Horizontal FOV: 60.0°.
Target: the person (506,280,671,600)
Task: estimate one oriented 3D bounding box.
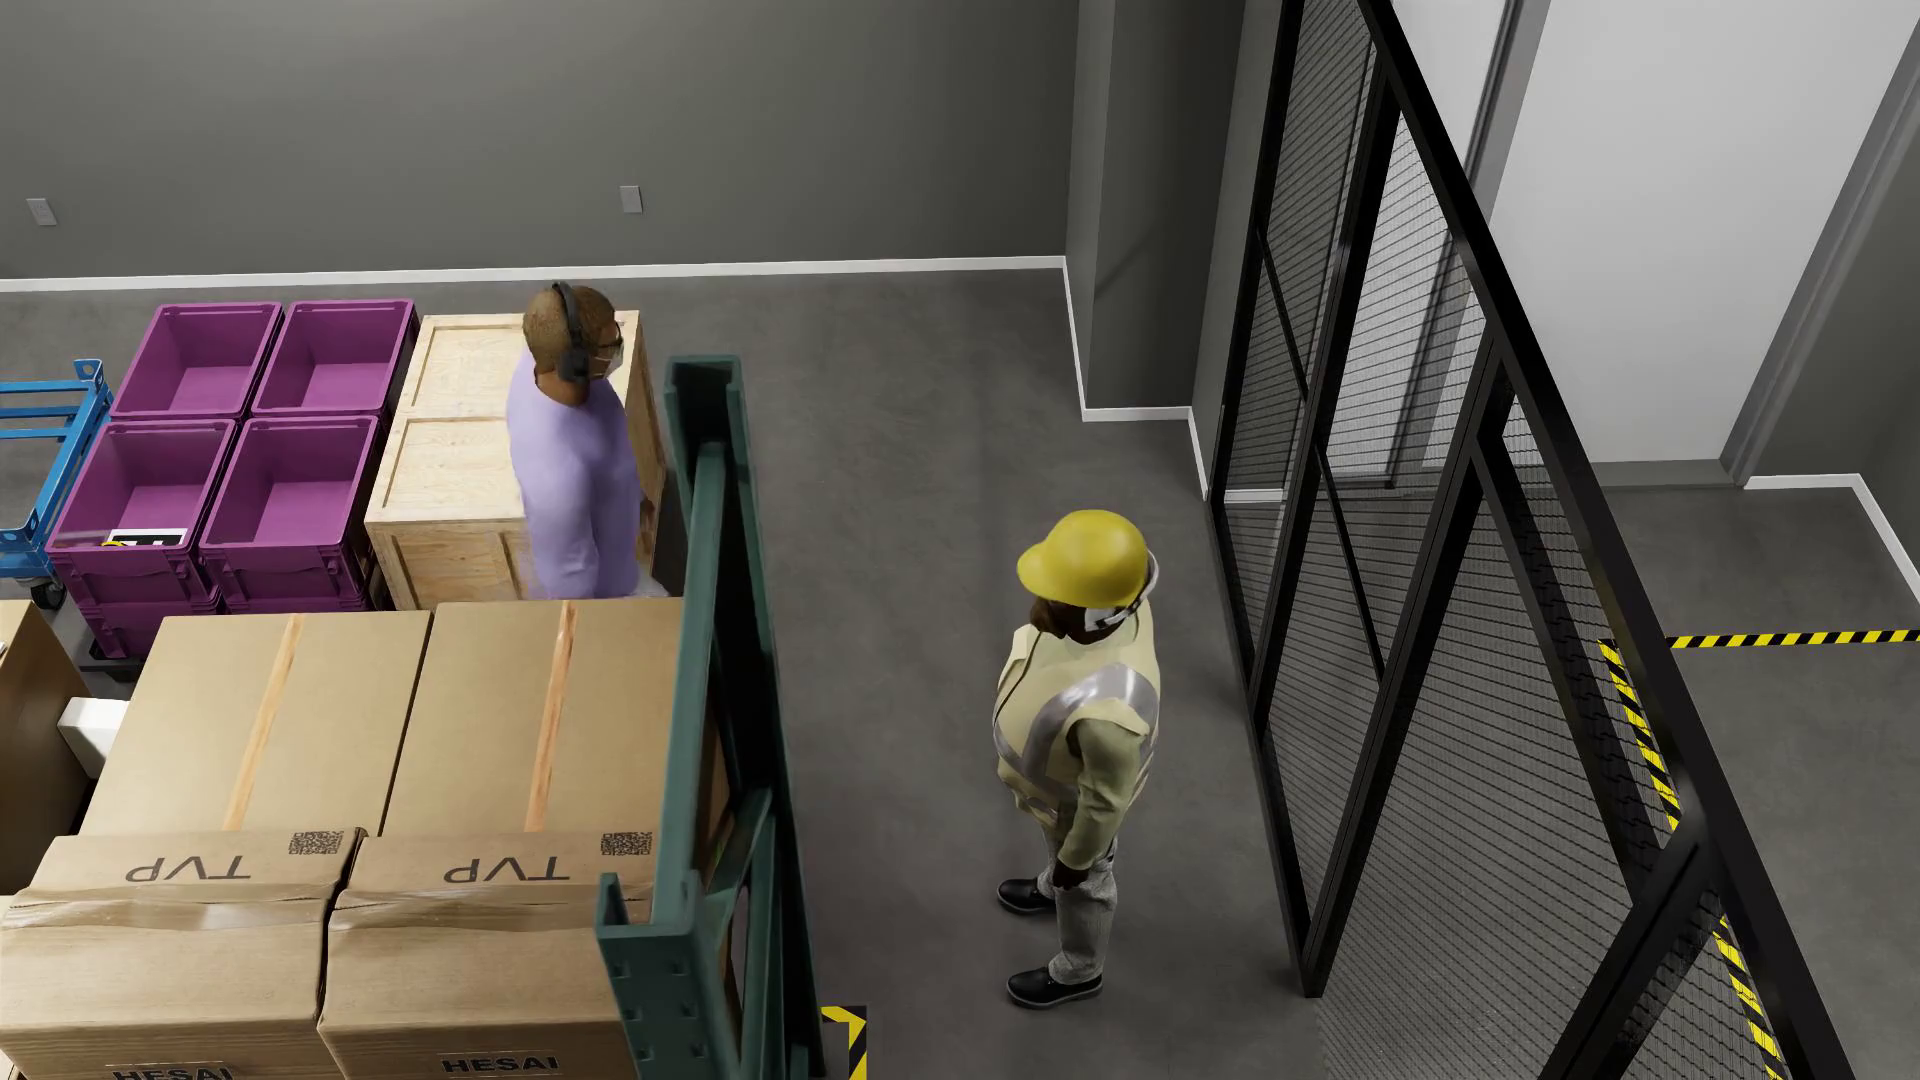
[{"bbox_3d":[-1.114,0.068,4.715,0.883,1.914,0.627,-11,47,-11],"label":"person"}]

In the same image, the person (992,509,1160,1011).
[{"bbox_3d":[0.283,0.582,4.270,0.404,1.837,0.590,-2,46,-2],"label":"person"}]
